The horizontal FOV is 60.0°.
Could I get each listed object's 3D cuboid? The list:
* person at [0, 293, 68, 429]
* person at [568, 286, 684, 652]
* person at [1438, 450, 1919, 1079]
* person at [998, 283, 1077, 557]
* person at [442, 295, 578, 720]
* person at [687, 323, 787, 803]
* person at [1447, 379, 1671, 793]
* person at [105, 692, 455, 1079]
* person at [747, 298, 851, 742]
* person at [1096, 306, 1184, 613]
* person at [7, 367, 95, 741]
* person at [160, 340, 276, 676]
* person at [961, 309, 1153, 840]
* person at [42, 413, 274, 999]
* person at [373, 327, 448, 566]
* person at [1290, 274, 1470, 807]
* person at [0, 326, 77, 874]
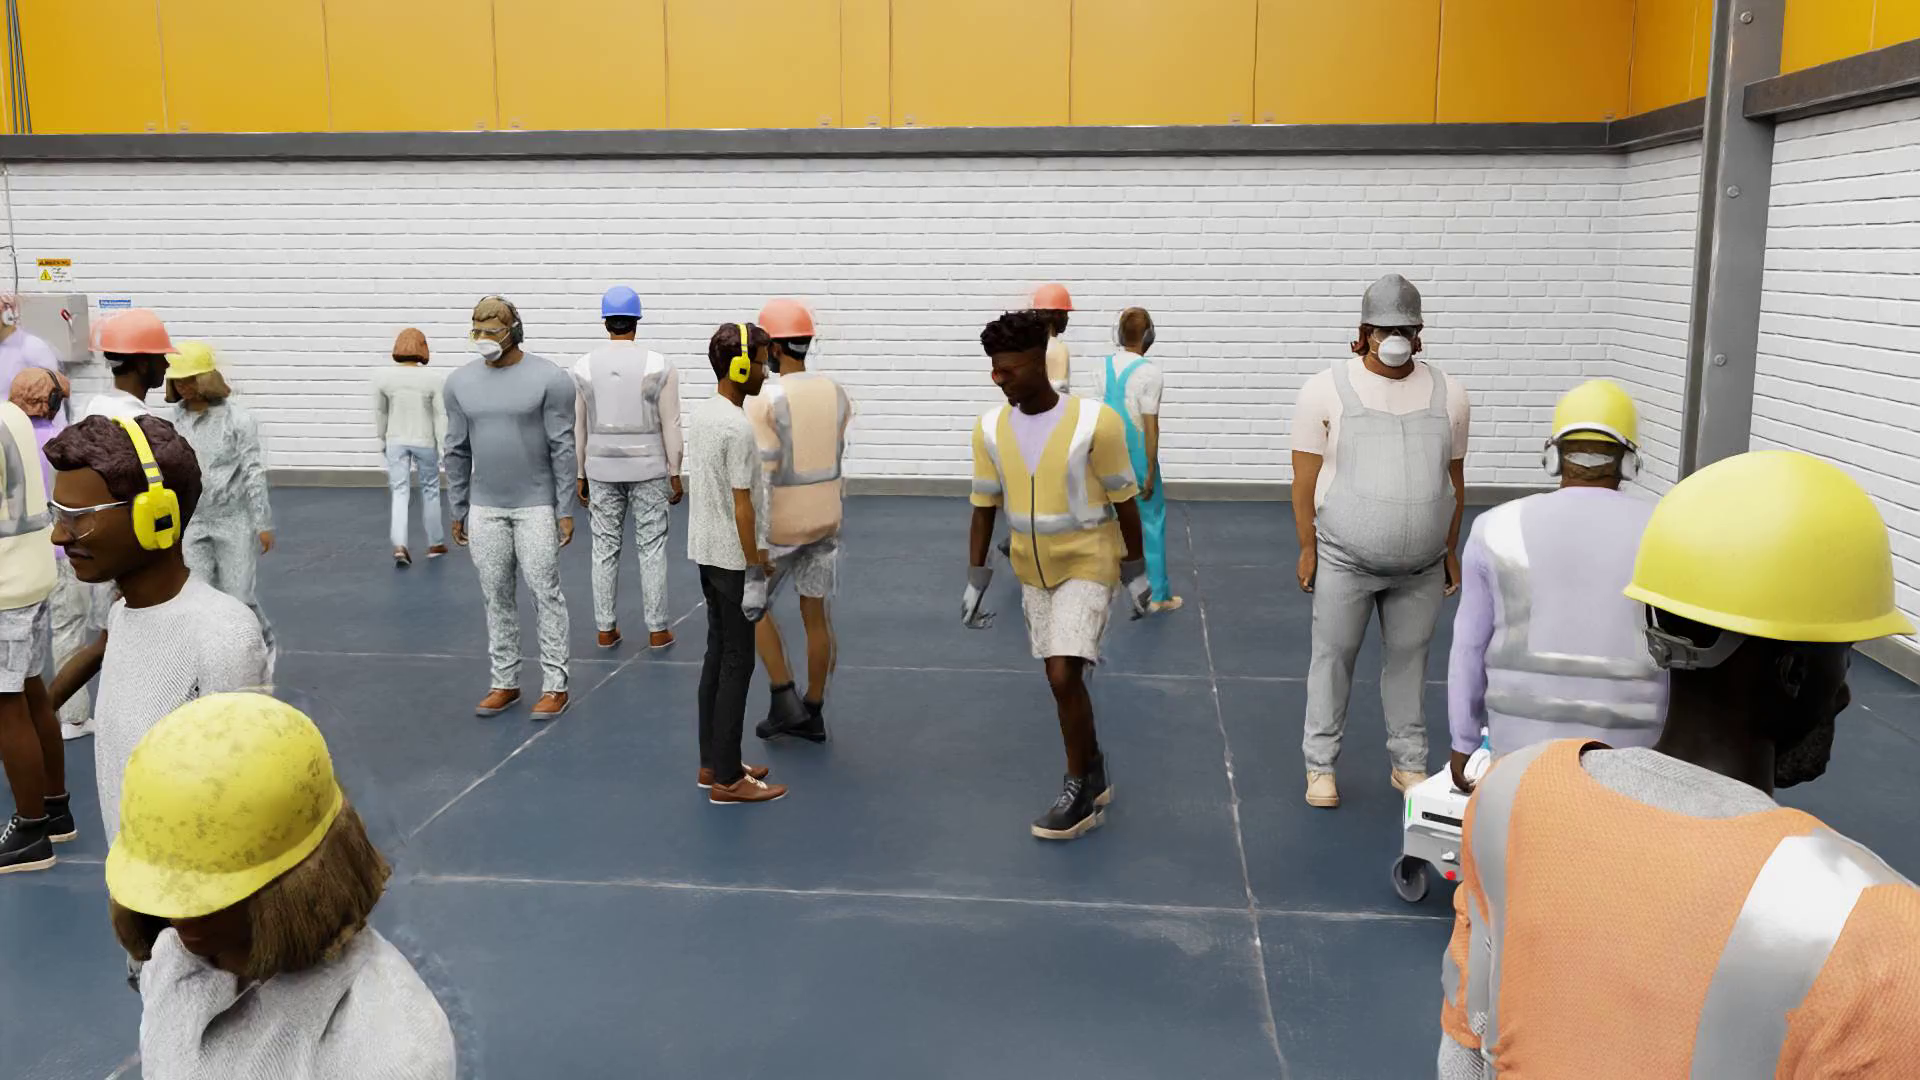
[{"bbox_3d":[-6.048,-0.624,10.498,0.677,1.857,0.971,4,11,22],"label":"person"},{"bbox_3d":[-1.760,-0.366,8.809,0.604,1.939,0.414,0,10,2],"label":"person"},{"bbox_3d":[0.783,0.860,1.813,0.375,1.925,0.595,-5,11,-26],"label":"person"},{"bbox_3d":[0.504,-0.676,10.645,0.534,1.924,0.551,-6,11,-29],"label":"person"},{"bbox_3d":[-2.041,-0.142,7.566,0.636,1.928,0.383,2,10,9],"label":"person"},{"bbox_3d":[-0.867,0.096,6.408,0.345,1.857,0.524,-5,11,-27],"label":"person"},{"bbox_3d":[1.558,0.497,4.255,0.619,1.805,0.457,4,11,19],"label":"person"},{"bbox_3d":[-0.722,0.963,1.919,0.498,1.691,0.797,6,12,30],"label":"person"},{"bbox_3d":[-0.720,-0.073,7.160,0.556,1.920,0.404,-9,13,-41],"label":"person"},{"bbox_3d":[0.936,-0.437,9.605,0.503,1.815,0.827,10,14,44],"label":"person"},{"bbox_3d":[-3.950,0.068,7.198,0.520,1.630,0.325,0,10,0],"label":"person"},{"bbox_3d":[-3.455,-0.077,7.756,0.509,1.722,0.480,1,10,4],"label":"person"},{"bbox_3d":[0.344,0.120,6.091,0.638,1.908,0.705,7,12,35],"label":"person"},{"bbox_3d":[-1.344,0.705,2.908,0.510,1.861,0.324,9,13,42],"label":"person"},{"bbox_3d":[-3.717,-0.636,11.290,0.510,1.619,0.656,-1,10,-6],"label":"person"},{"bbox_3d":[1.616,0.014,6.332,0.684,2.000,0.538,0,10,-3],"label":"person"},{"bbox_3d":[-3.316,0.165,5.720,0.370,1.958,0.598,-3,10,-19],"label":"person"}]
